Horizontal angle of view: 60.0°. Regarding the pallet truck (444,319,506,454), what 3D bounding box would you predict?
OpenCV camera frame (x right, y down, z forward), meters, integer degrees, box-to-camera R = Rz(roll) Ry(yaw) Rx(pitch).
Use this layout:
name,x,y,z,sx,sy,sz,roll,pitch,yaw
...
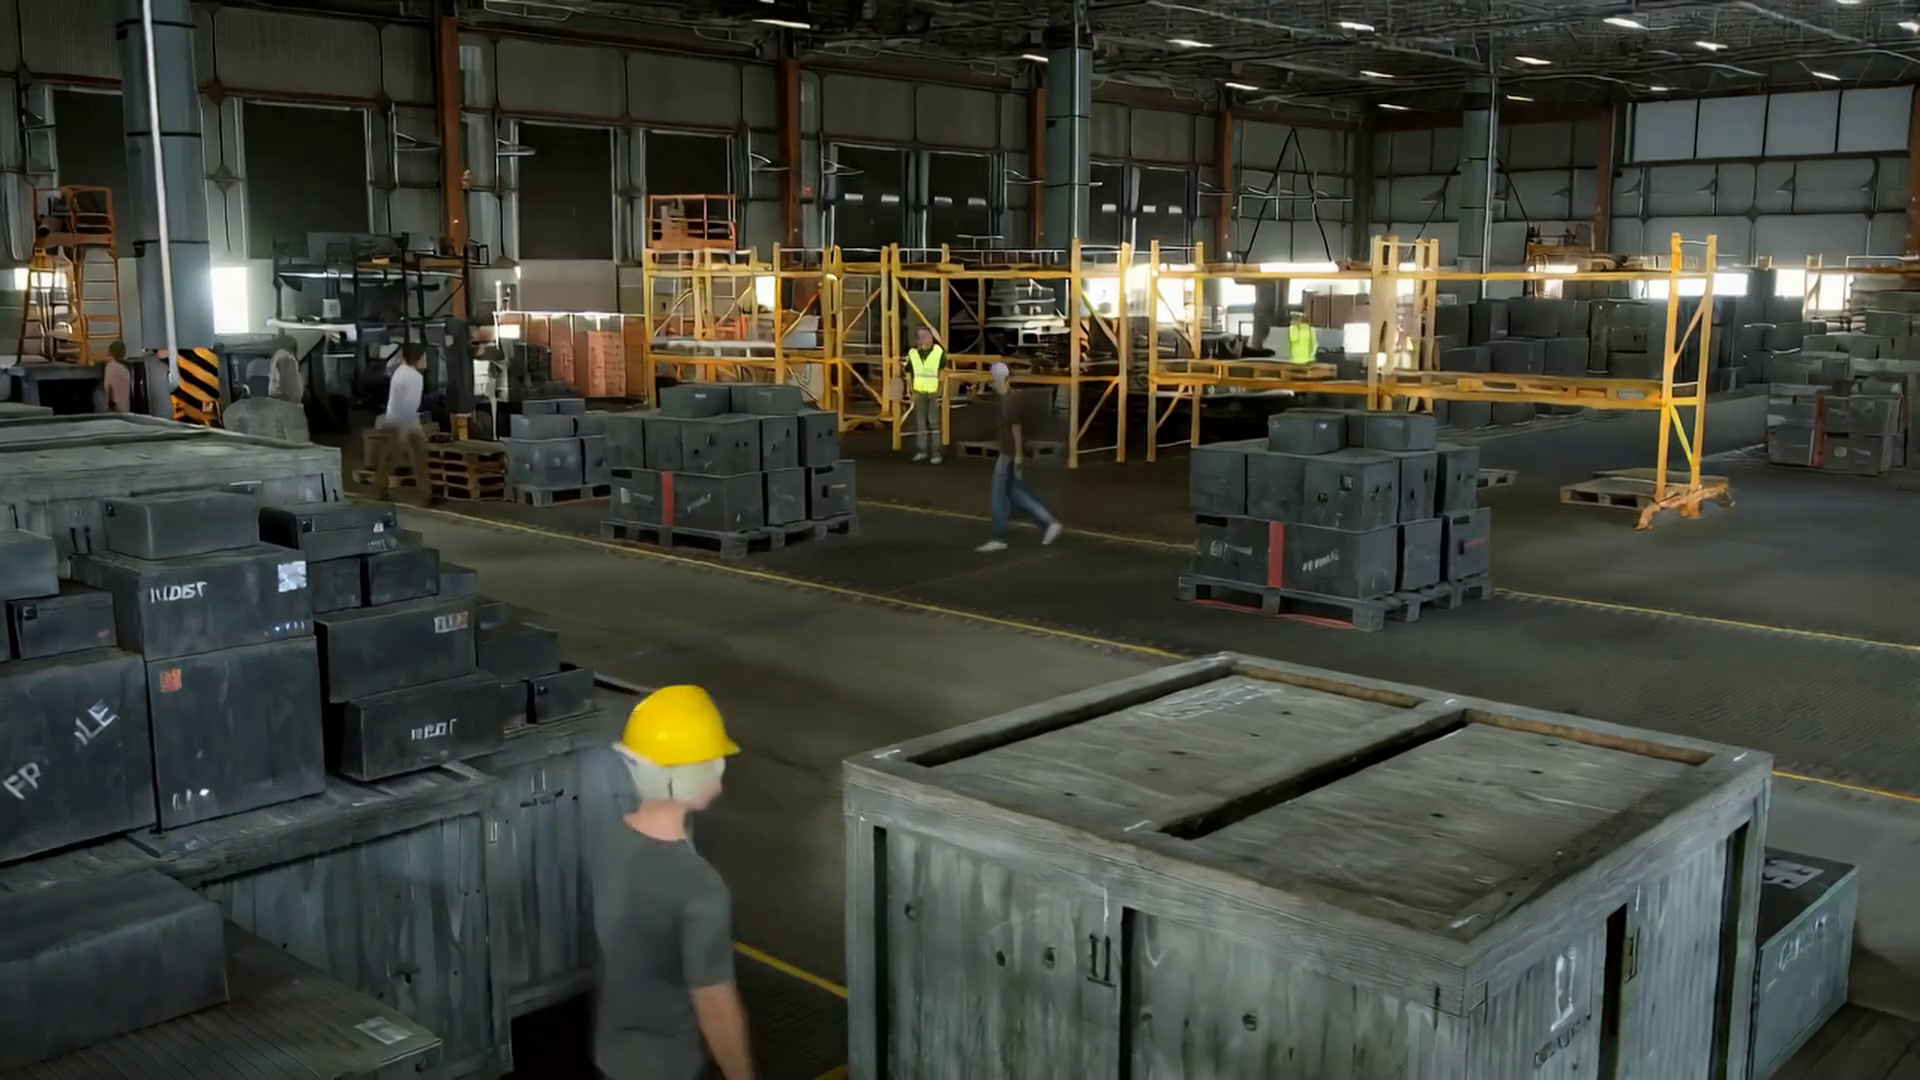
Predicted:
name,x,y,z,sx,sy,sz,roll,pitch,yaw
pallet truck,-6.981,-1.942,22.150,1.885,1.965,0.823,1,9,9

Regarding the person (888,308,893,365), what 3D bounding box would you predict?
name,x,y,z,sx,sy,sz,roll,pitch,yaw
person,-1.905,-5.315,43.961,0.313,1.634,0.516,2,9,11

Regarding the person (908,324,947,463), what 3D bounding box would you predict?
name,x,y,z,sx,sy,sz,roll,pitch,yaw
person,-0.440,-2.016,22.896,0.584,1.911,0.391,5,10,28

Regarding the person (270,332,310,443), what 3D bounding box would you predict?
name,x,y,z,sx,sy,sz,roll,pitch,yaw
person,-9.098,-1.887,22.391,0.832,1.816,0.629,-8,12,-40

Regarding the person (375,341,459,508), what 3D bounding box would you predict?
name,x,y,z,sx,sy,sz,roll,pitch,yaw
person,-6.039,-1.255,18.333,0.998,1.864,0.644,0,9,-1

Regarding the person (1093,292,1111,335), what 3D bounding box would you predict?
name,x,y,z,sx,sy,sz,roll,pitch,yaw
person,4.389,-6.674,51.382,0.544,1.930,0.389,1,9,6

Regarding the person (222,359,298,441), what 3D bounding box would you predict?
name,x,y,z,sx,sy,sz,roll,pitch,yaw
person,-5.750,-0.530,13.742,0.585,1.918,0.394,-1,9,-8

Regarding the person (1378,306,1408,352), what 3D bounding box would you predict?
name,x,y,z,sx,sy,sz,roll,pitch,yaw
person,9.671,-4.292,37.086,0.661,1.828,0.904,-1,9,-8

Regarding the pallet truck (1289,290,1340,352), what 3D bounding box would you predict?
name,x,y,z,sx,sy,sz,roll,pitch,yaw
pallet truck,11.297,-6.951,52.861,1.885,1.965,0.823,-5,11,-29

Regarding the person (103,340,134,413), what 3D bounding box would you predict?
name,x,y,z,sx,sy,sz,roll,pitch,yaw
person,-11.530,-1.906,22.860,0.369,1.683,0.559,-1,9,-6

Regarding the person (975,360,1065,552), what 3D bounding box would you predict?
name,x,y,z,sx,sy,sz,roll,pitch,yaw
person,0.559,-0.792,15.659,0.802,1.829,0.574,-3,10,-20

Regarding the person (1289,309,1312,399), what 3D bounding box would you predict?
name,x,y,z,sx,sy,sz,roll,pitch,yaw
person,7.001,-3.826,34.165,0.508,1.844,0.332,-5,10,-27

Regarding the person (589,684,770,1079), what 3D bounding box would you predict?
name,x,y,z,sx,sy,sz,roll,pitch,yaw
person,-0.557,1.176,3.815,0.830,1.728,0.549,-6,11,-34

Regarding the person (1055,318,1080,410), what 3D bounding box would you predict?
name,x,y,z,sx,sy,sz,roll,pitch,yaw
person,2.029,-3.320,31.409,0.486,1.738,0.321,0,9,0

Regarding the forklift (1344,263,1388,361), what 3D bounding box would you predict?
name,x,y,z,sx,sy,sz,roll,pitch,yaw
forklift,11.973,-6.468,47.199,1.873,2.768,1.129,4,10,24

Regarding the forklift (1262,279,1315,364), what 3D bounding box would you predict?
name,x,y,z,sx,sy,sz,roll,pitch,yaw
forklift,8.555,-6.090,44.881,1.873,2.768,1.129,9,13,43
